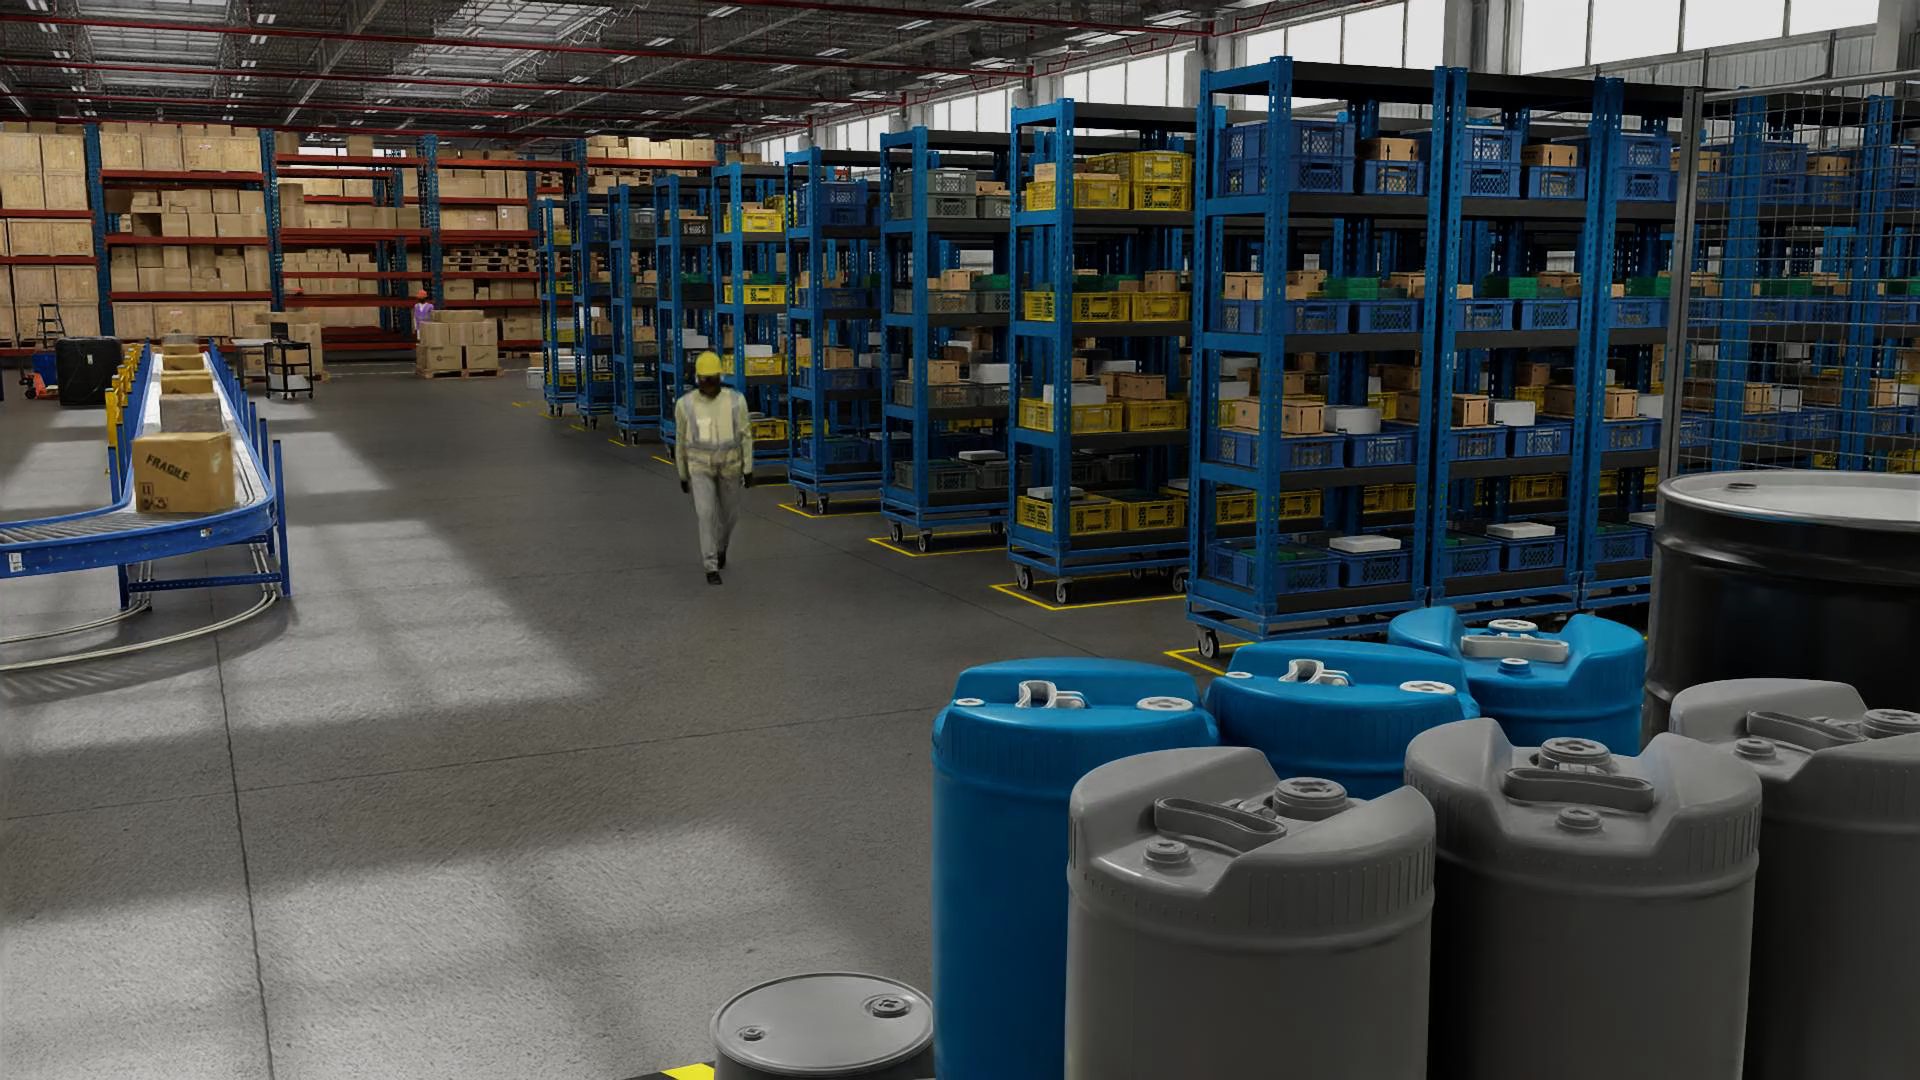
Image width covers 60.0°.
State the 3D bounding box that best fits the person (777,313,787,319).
[{"bbox_3d":[-4.976,-6.008,46.241,0.605,1.950,0.380,4,10,25],"label":"person"}]

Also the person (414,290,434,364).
[{"bbox_3d":[-14.089,-5.594,43.699,0.547,1.942,0.351,1,9,9],"label":"person"}]

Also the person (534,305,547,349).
[{"bbox_3d":[-12.648,-6.635,50.561,0.837,1.818,0.632,-3,10,-16],"label":"person"}]

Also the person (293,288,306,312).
[{"bbox_3d":[-21.021,-7.055,52.961,0.984,1.889,0.553,-7,12,-37],"label":"person"}]

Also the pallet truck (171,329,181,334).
[{"bbox_3d":[-17.275,-3.851,35.096,1.601,1.201,0.680,0,9,1],"label":"pallet truck"}]

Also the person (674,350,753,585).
[{"bbox_3d":[-1.938,-0.589,13.047,0.594,1.812,0.758,-3,10,-19],"label":"person"}]

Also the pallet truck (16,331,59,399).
[{"bbox_3d":[-17.082,-3.353,31.781,1.630,1.274,0.653,-4,10,-25],"label":"pallet truck"}]
